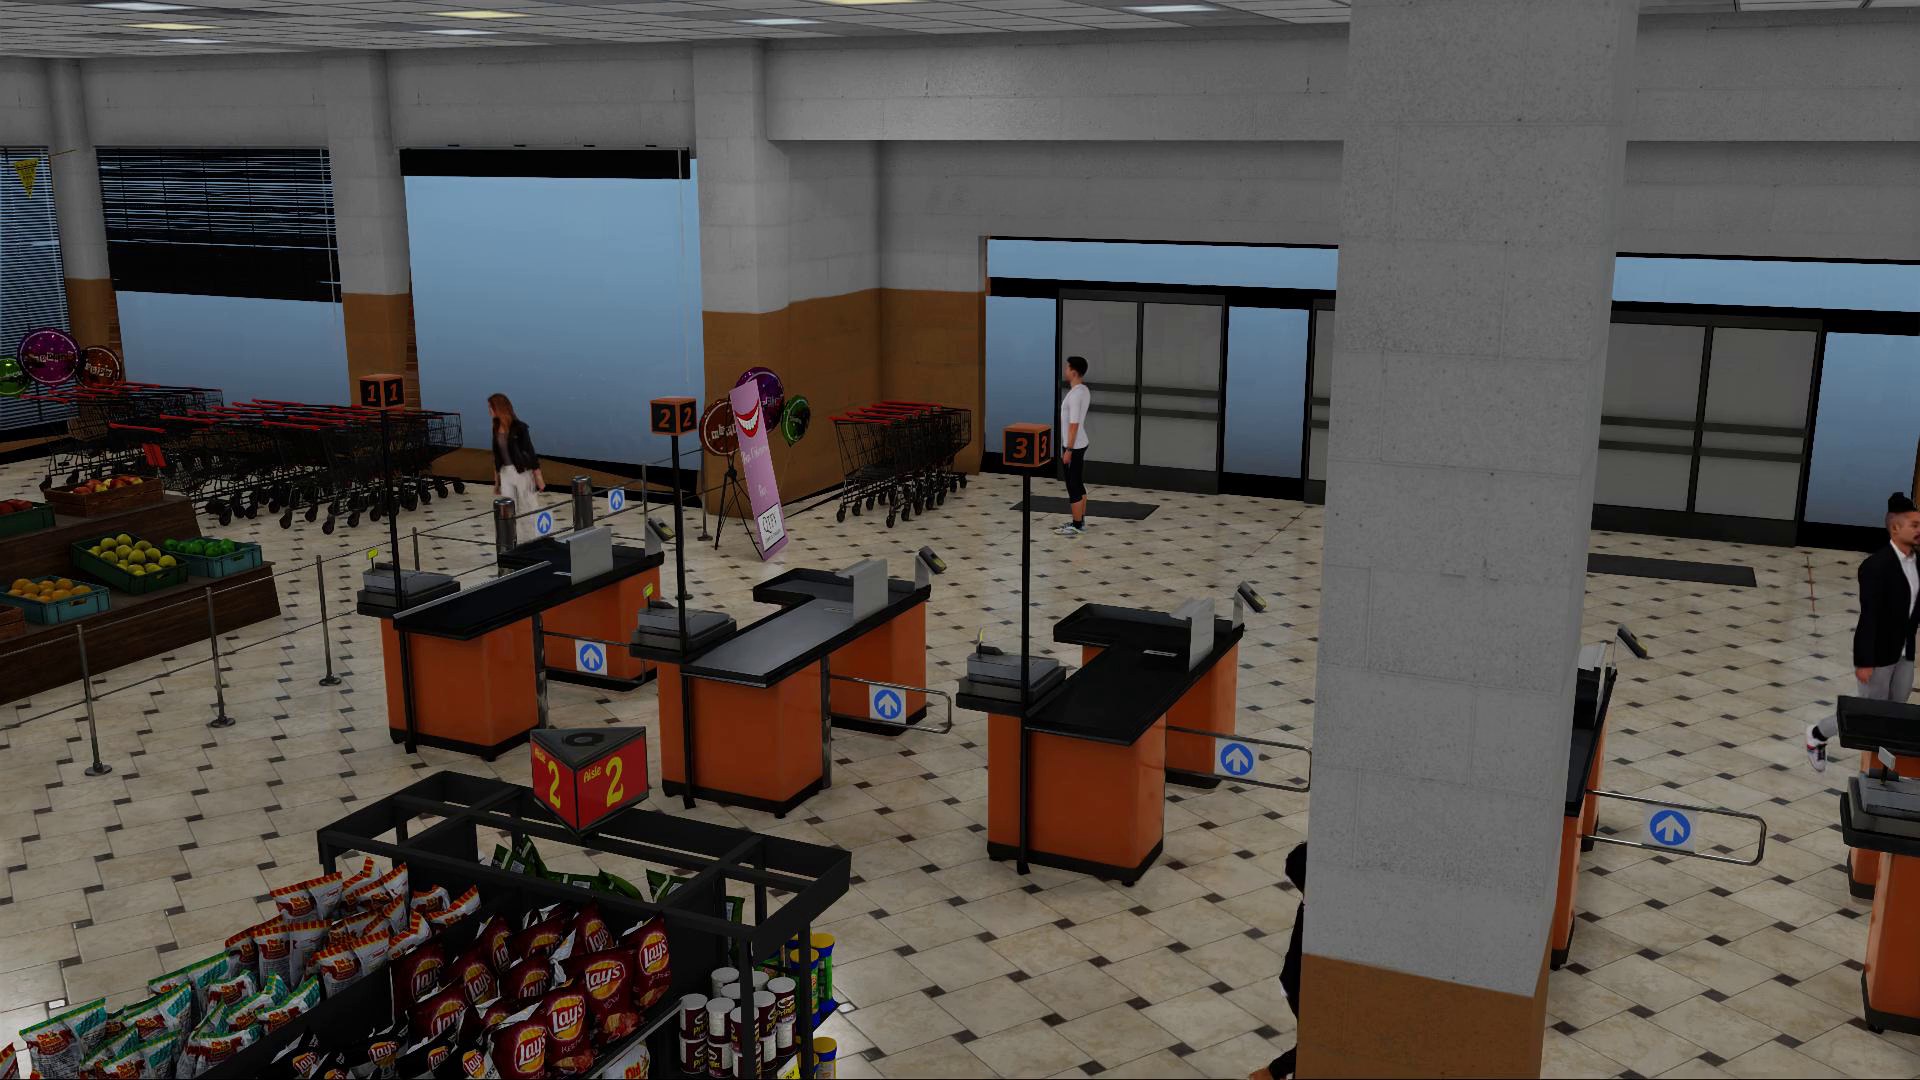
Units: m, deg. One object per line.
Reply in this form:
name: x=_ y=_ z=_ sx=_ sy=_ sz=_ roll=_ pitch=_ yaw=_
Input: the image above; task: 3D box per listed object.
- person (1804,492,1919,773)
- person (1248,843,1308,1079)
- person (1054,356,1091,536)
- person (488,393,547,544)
person: x=5.646 y=0.648 z=10.316 sx=1.021 sy=1.938 sz=1.066 roll=-6 pitch=15 yaw=-23
person: x=1.406 y=1.837 z=6.946 sx=0.644 sy=1.217 sz=0.612 roll=2 pitch=14 yaw=9
person: x=1.191 y=-0.982 z=17.221 sx=0.776 sy=1.851 sz=0.549 roll=4 pitch=14 yaw=15
person: x=-4.167 y=-0.567 z=15.898 sx=0.791 sy=1.669 sz=0.606 roll=4 pitch=14 yaw=15
